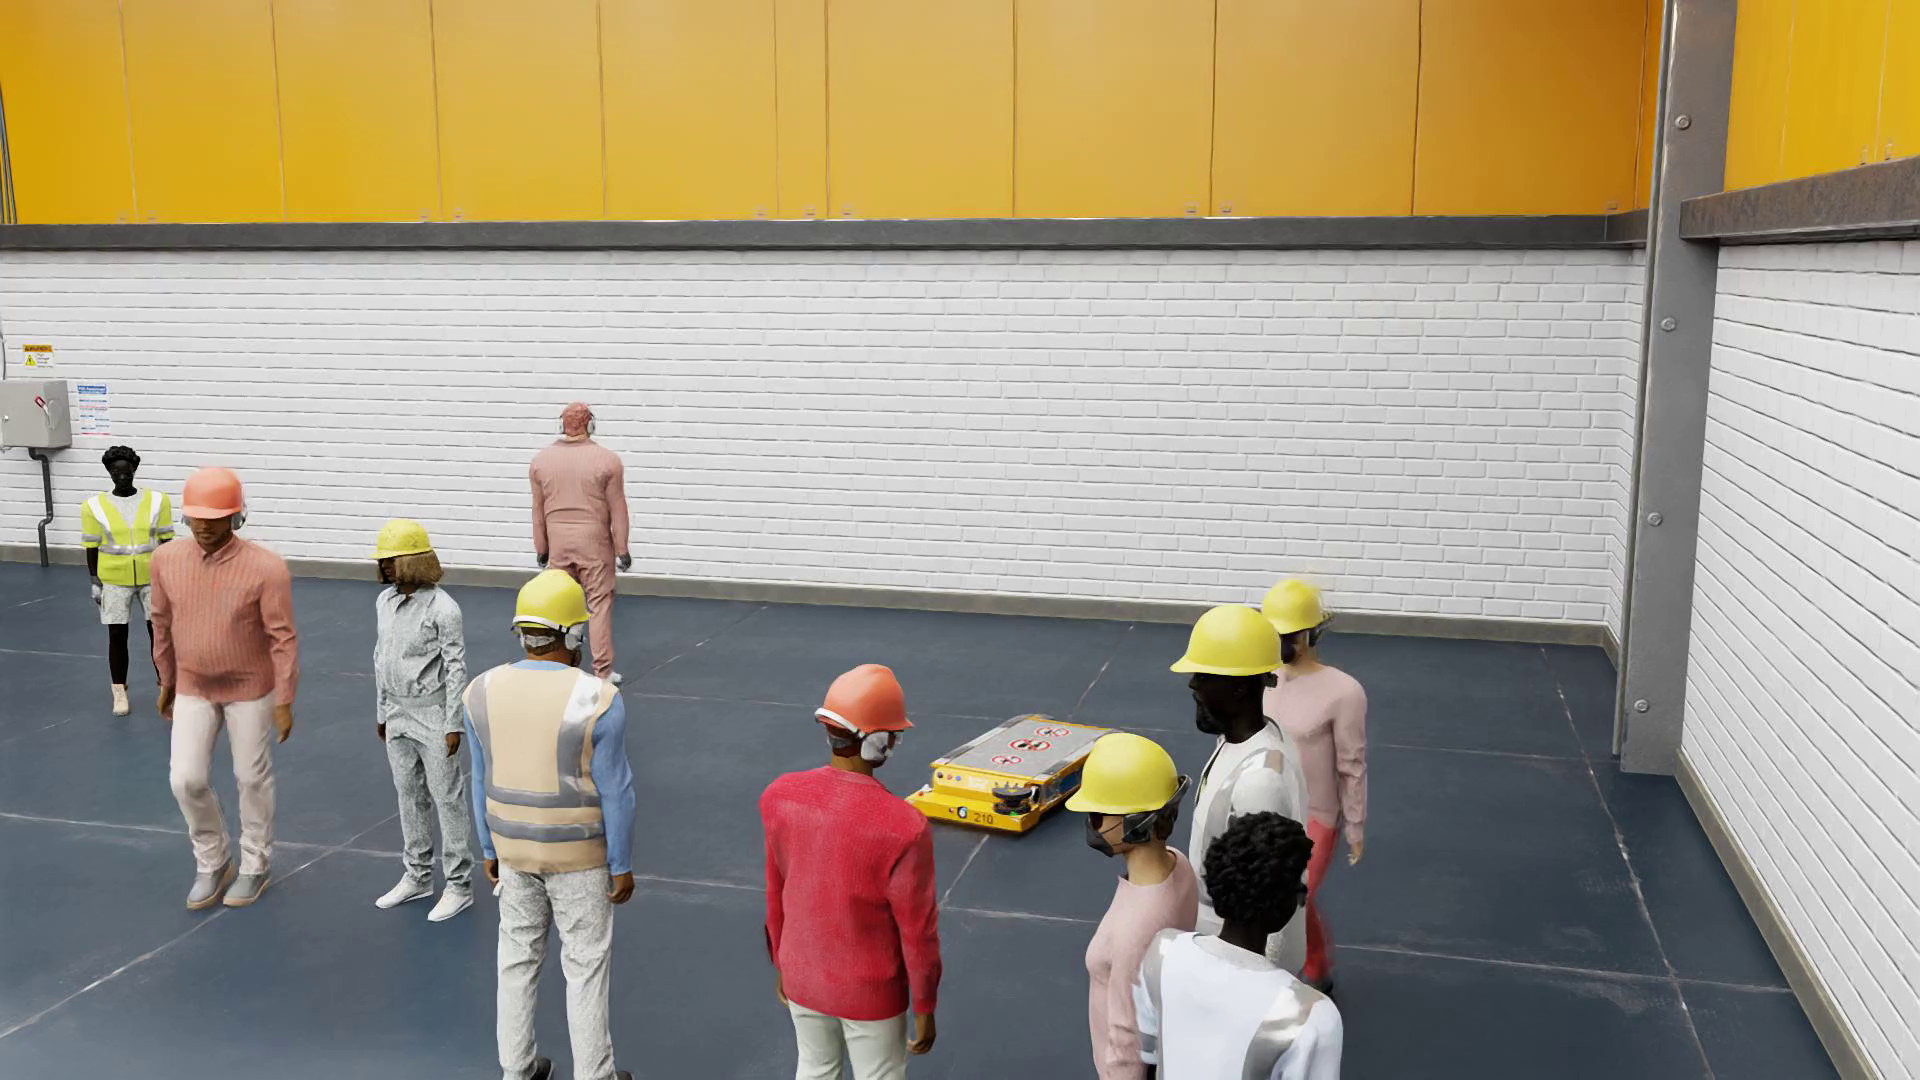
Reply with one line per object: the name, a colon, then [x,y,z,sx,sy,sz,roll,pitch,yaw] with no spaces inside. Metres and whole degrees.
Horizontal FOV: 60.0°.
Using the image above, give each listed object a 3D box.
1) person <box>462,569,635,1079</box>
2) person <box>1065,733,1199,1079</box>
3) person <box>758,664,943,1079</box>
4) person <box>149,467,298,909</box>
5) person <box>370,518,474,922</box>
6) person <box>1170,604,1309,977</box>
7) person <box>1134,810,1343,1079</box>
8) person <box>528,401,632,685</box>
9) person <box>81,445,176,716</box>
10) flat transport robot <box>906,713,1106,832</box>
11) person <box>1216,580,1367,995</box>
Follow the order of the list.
person: [-1.336,1.006,5.507,0.591,1.824,0.404,3,10,17]
person: [0.409,1.308,3.907,0.338,1.761,0.525,3,10,17]
person: [-0.288,1.197,4.618,0.572,1.739,0.354,6,11,32]
person: [-3.175,0.651,7.168,0.660,1.962,0.524,0,10,-2]
person: [-2.330,0.767,7.133,0.492,1.742,0.323,6,11,30]
person: [0.742,1.121,4.504,0.377,1.925,0.594,1,10,6]
person: [0.582,1.402,3.562,0.320,1.686,0.541,-9,13,-42]
person: [-2.499,0.033,11.013,0.650,1.899,0.399,2,10,11]
person: [-5.157,0.246,10.364,0.527,1.690,0.319,-6,11,-31]
flat transport robot: [0.346,1.207,8.867,0.652,0.197,1.431,5,11,28]
person: [1.169,0.979,5.962,0.545,1.714,0.927,8,12,39]
